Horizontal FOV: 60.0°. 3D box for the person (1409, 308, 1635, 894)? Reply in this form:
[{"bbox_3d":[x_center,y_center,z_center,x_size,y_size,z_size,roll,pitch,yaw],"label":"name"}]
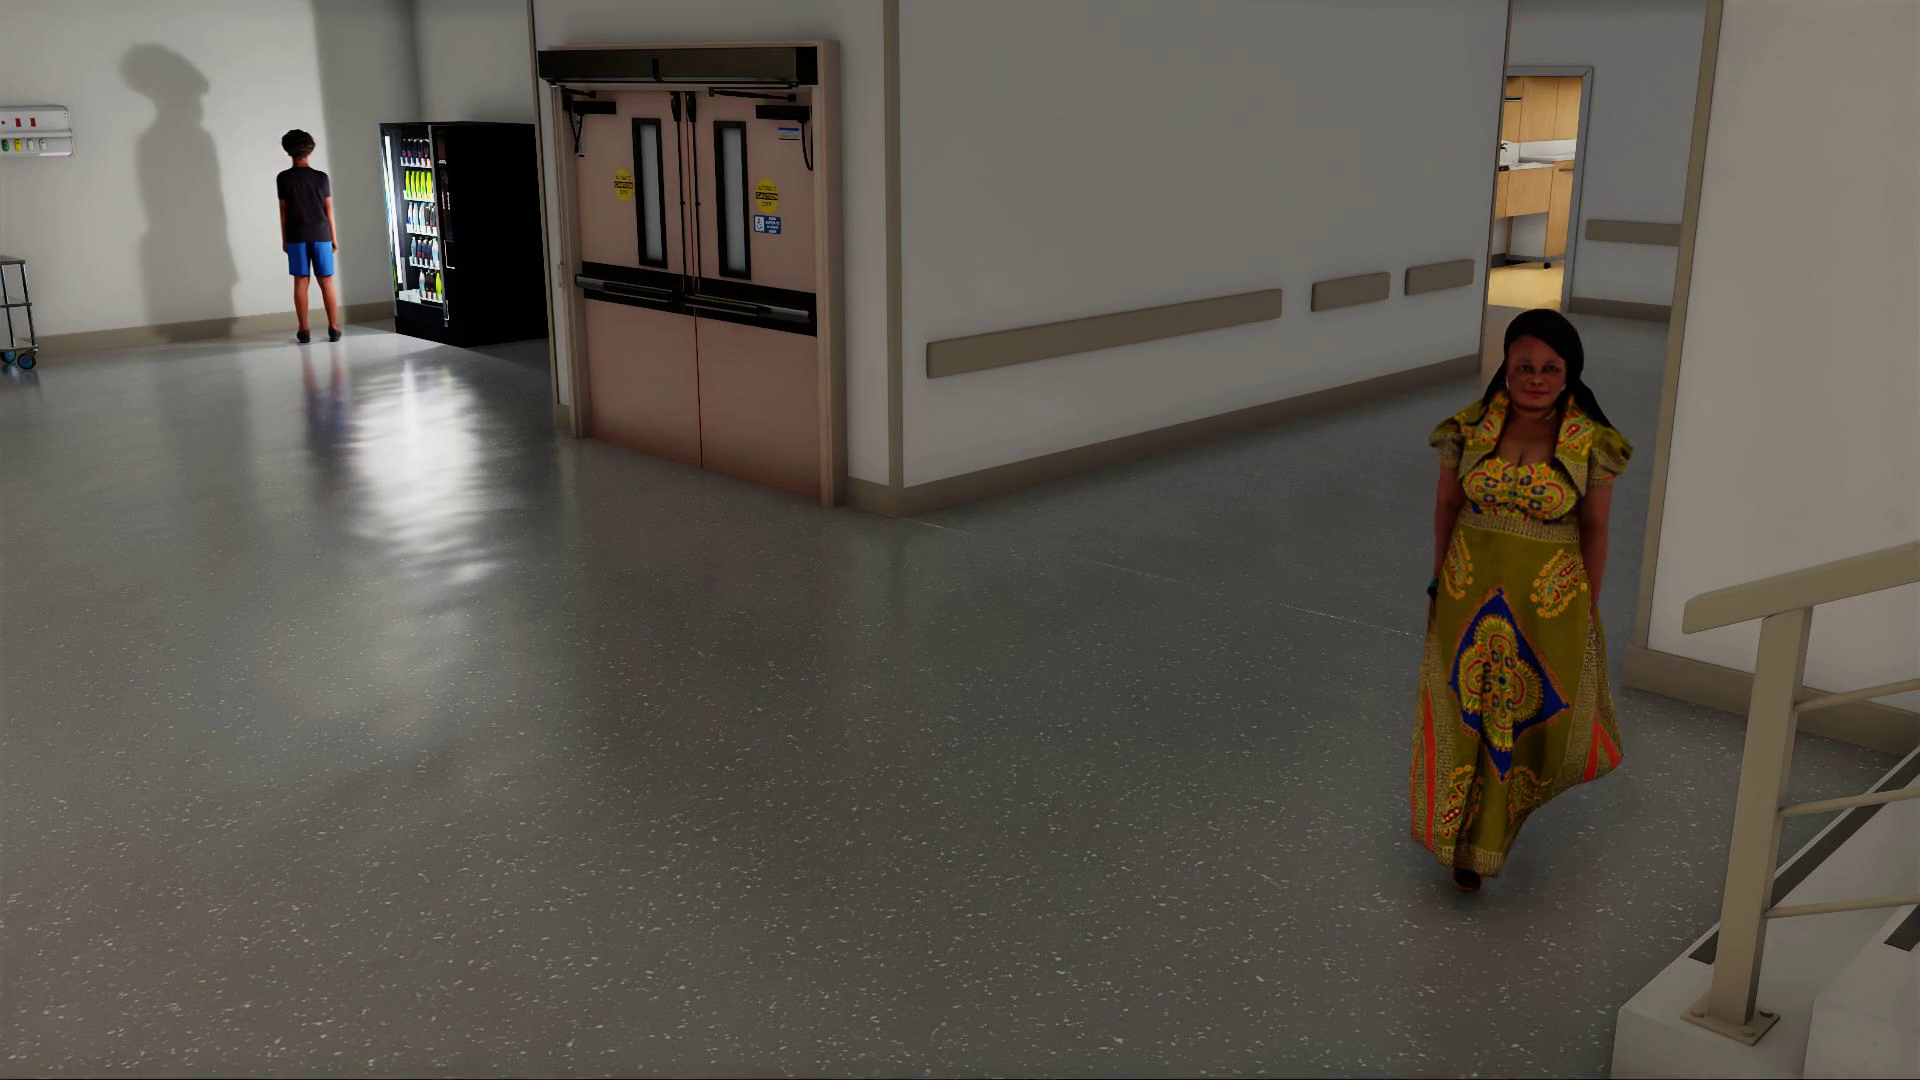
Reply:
[{"bbox_3d":[1.593,0.155,4.767,1.240,1.637,1.154,6,17,20],"label":"person"}]

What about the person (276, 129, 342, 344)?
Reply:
[{"bbox_3d":[-5.586,-2.605,14.266,0.675,1.794,0.674,-6,17,-21],"label":"person"}]
